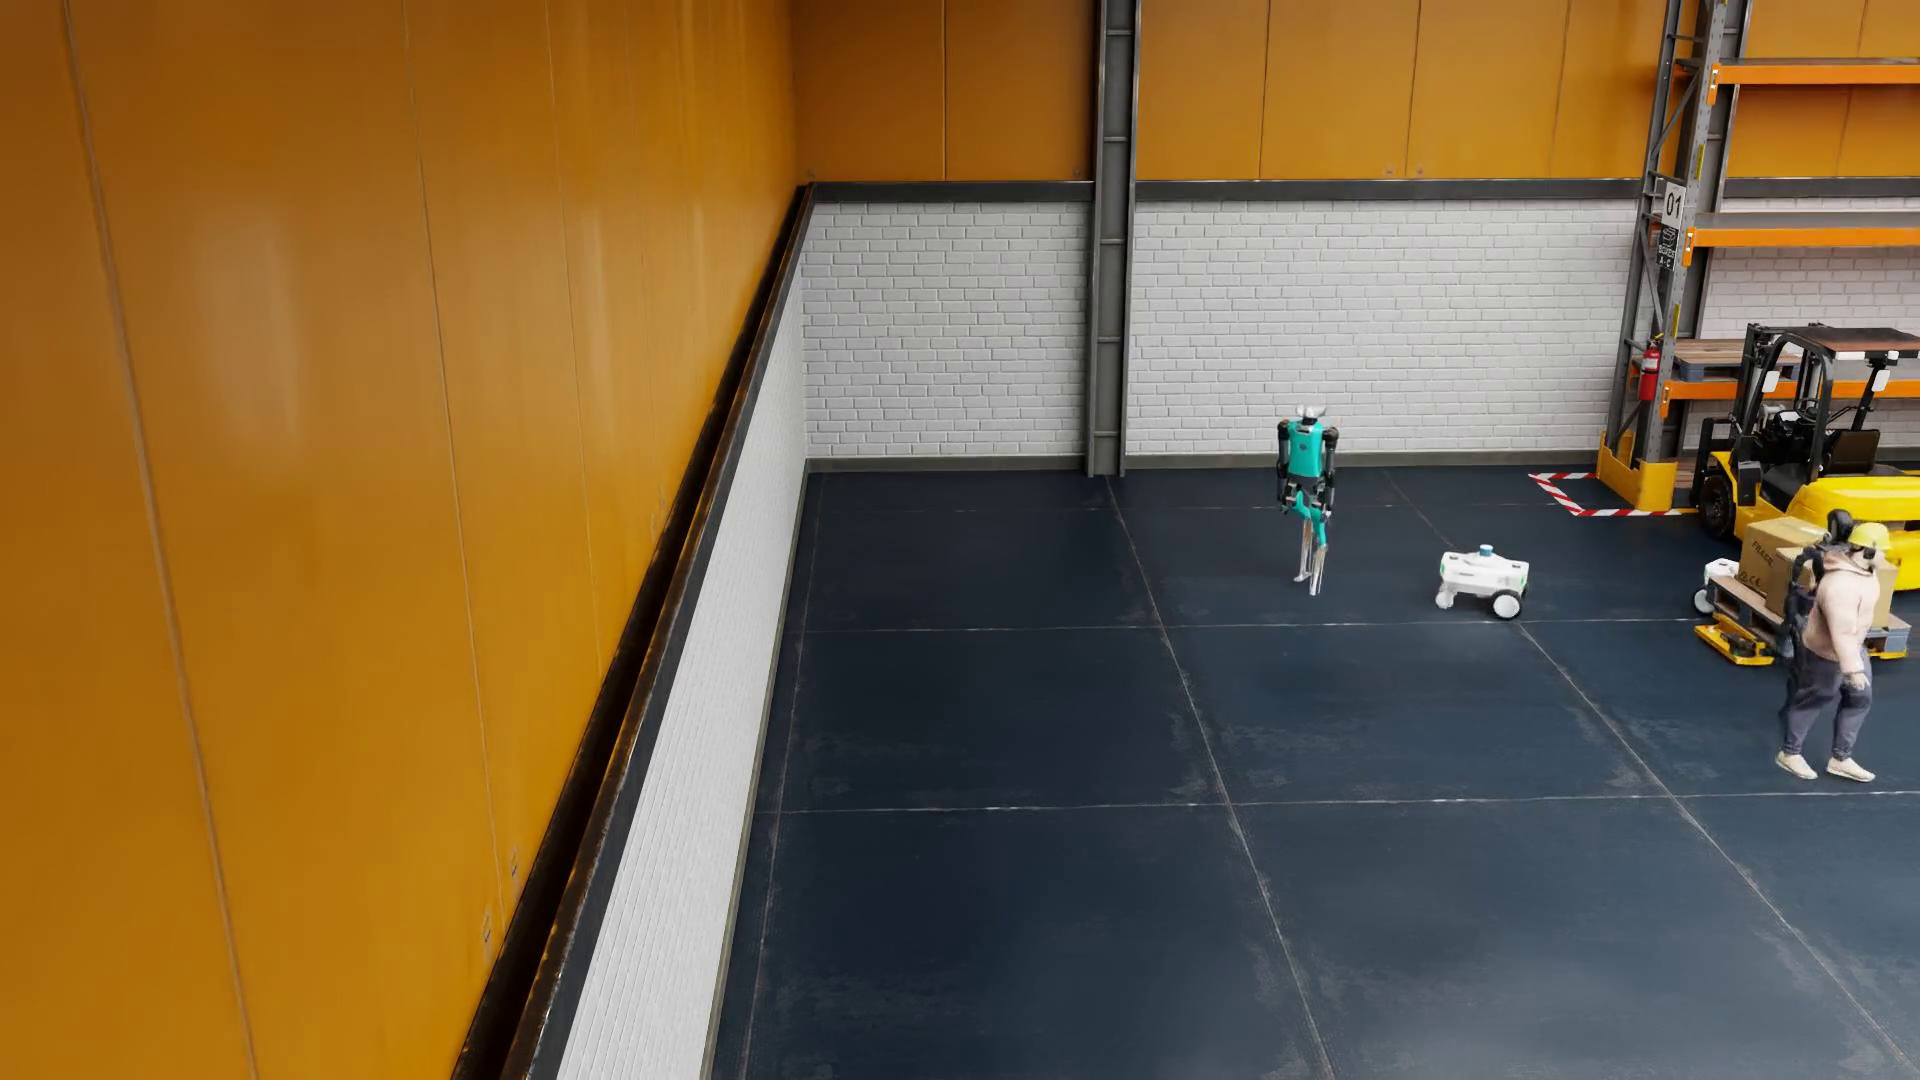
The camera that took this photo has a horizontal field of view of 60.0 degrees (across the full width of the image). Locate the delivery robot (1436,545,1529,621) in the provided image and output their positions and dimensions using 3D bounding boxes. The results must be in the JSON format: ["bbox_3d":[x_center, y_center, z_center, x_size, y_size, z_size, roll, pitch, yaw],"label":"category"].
[{"bbox_3d":[4.482,0.334,14.216,0.773,0.582,0.499,8,22,21],"label":"delivery robot"}]

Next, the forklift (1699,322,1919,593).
[{"bbox_3d":[7.809,-0.792,14.926,1.214,2.155,2.313,-1,20,-2],"label":"forklift"}]

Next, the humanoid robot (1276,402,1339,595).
[{"bbox_3d":[3.078,-0.361,14.499,0.536,1.845,0.754,13,24,30],"label":"humanoid robot"}]

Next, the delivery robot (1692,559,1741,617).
[{"bbox_3d":[6.624,0.419,14.009,0.502,0.599,0.771,-15,25,-34],"label":"delivery robot"}]

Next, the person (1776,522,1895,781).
[{"bbox_3d":[5.966,0.770,11.174,0.825,1.843,0.674,-17,26,-38],"label":"person"}]

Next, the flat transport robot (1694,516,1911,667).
[{"bbox_3d":[6.789,0.778,13.443,1.431,0.231,0.659,-2,20,-6],"label":"flat transport robot"}]

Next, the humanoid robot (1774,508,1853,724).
[{"bbox_3d":[6.224,0.549,12.046,0.610,1.658,0.344,-2,20,-6],"label":"humanoid robot"}]
